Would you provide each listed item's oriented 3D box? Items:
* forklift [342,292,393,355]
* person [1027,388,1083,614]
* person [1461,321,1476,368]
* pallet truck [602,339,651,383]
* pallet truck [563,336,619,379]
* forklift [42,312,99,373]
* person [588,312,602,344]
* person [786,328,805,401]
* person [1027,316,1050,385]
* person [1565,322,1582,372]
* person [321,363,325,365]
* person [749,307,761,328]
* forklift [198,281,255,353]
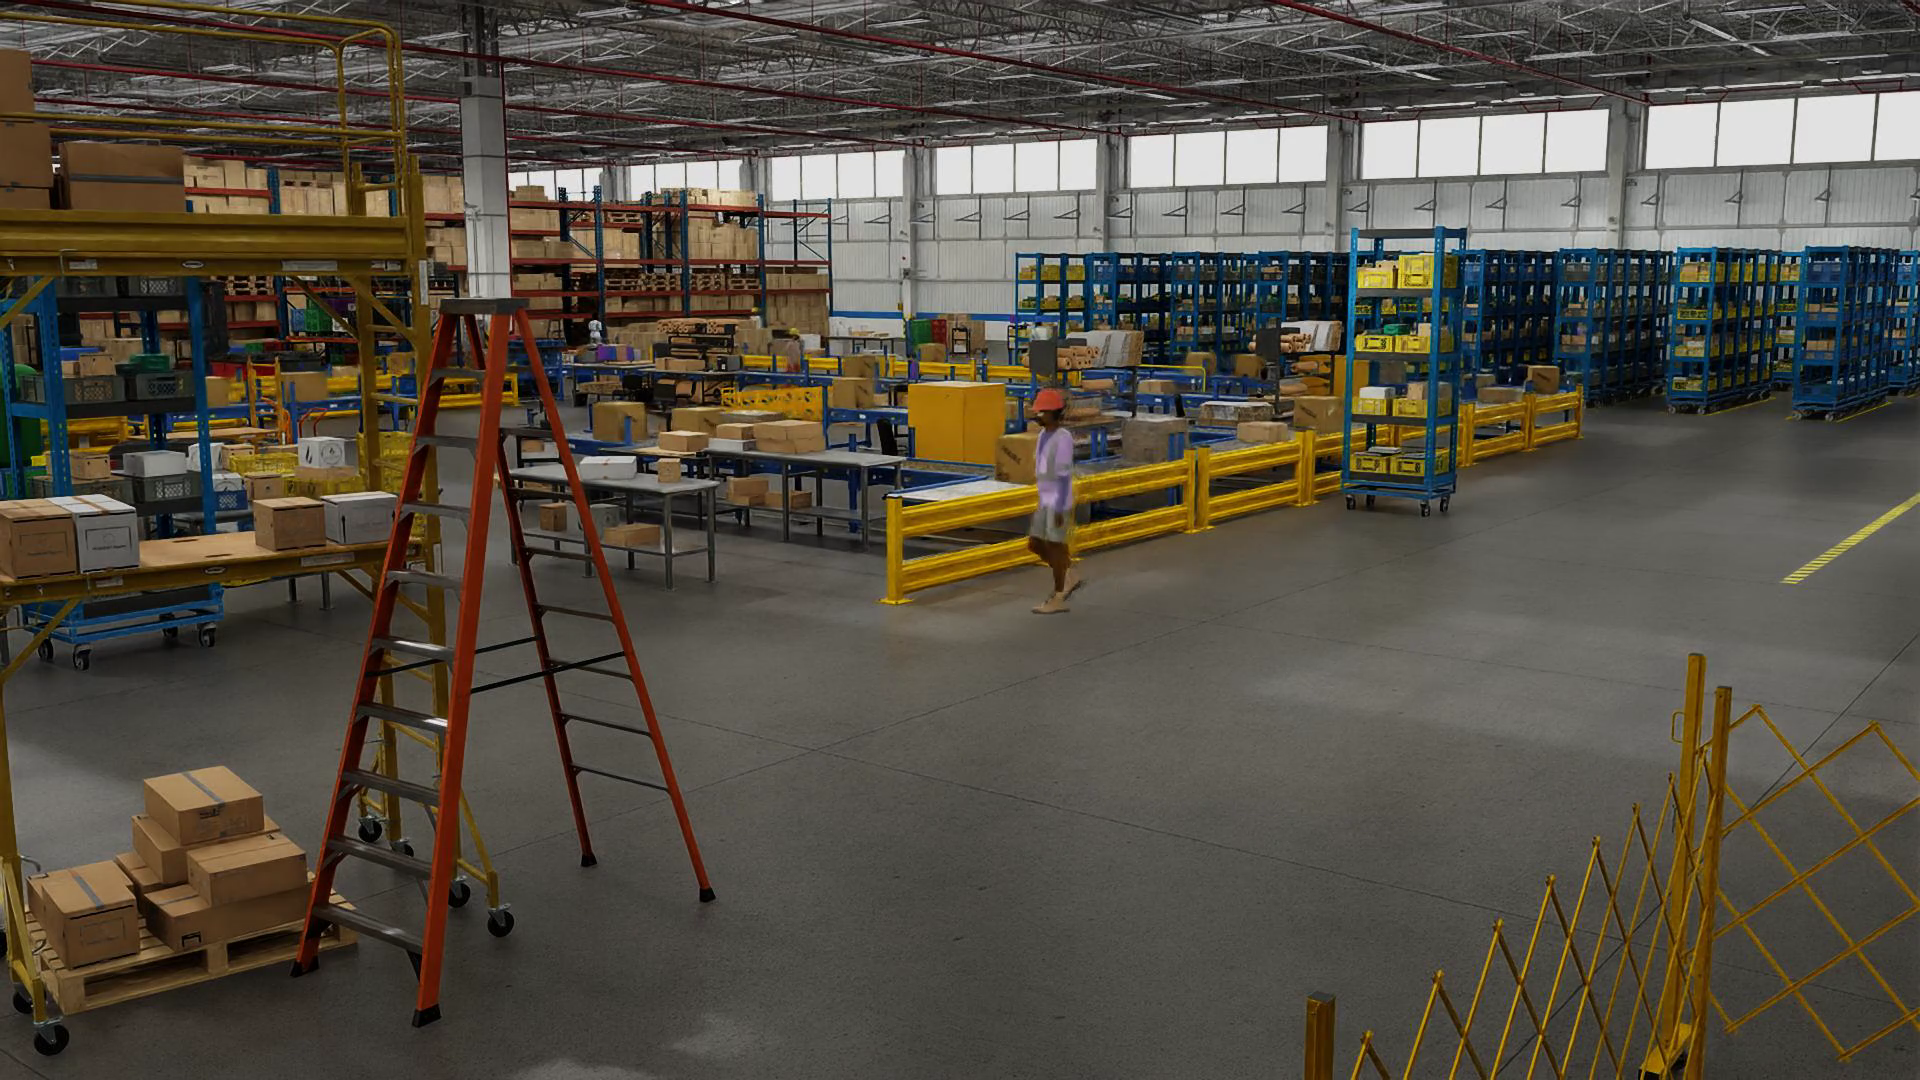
[{"bbox_3d":[-16.485,-5.622,45.120,1.129,2.768,1.873,7,11,37],"label":"forklift"},{"bbox_3d":[0.833,-0.339,14.792,0.490,2.031,0.605,-3,10,-21],"label":"person"},{"bbox_3d":[14.402,-5.373,46.998,0.952,1.778,0.607,6,11,34],"label":"person"},{"bbox_3d":[-8.991,-4.871,45.351,0.653,1.274,1.630,7,11,37],"label":"pallet truck"},{"bbox_3d":[-10.690,-5.294,48.215,1.601,1.201,0.680,-5,10,-26],"label":"pallet truck"},{"bbox_3d":[-23.779,-5.451,44.052,1.873,2.768,1.129,7,11,36],"label":"forklift"},{"bbox_3d":[-12.580,-7.007,57.455,0.529,1.694,0.321,4,10,26],"label":"person"},{"bbox_3d":[-3.868,-4.153,39.490,0.684,1.742,0.546,4,10,25],"label":"person"},{"bbox_3d":[2.116,-5.072,44.785,0.628,1.891,1.047,-6,11,-32],"label":"person"},{"bbox_3d":[16.648,-5.107,45.148,0.592,1.833,0.472,-5,11,-30],"label":"person"},{"bbox_3d":[-20.599,-6.480,53.408,0.551,1.934,0.373,2,9,11],"label":"person"},{"bbox_3d":[-7.888,-8.009,63.524,0.523,1.744,0.716,7,12,38],"label":"person"},{"bbox_3d":[-19.843,-5.493,44.313,1.129,2.768,1.873,7,11,37],"label":"forklift"}]
